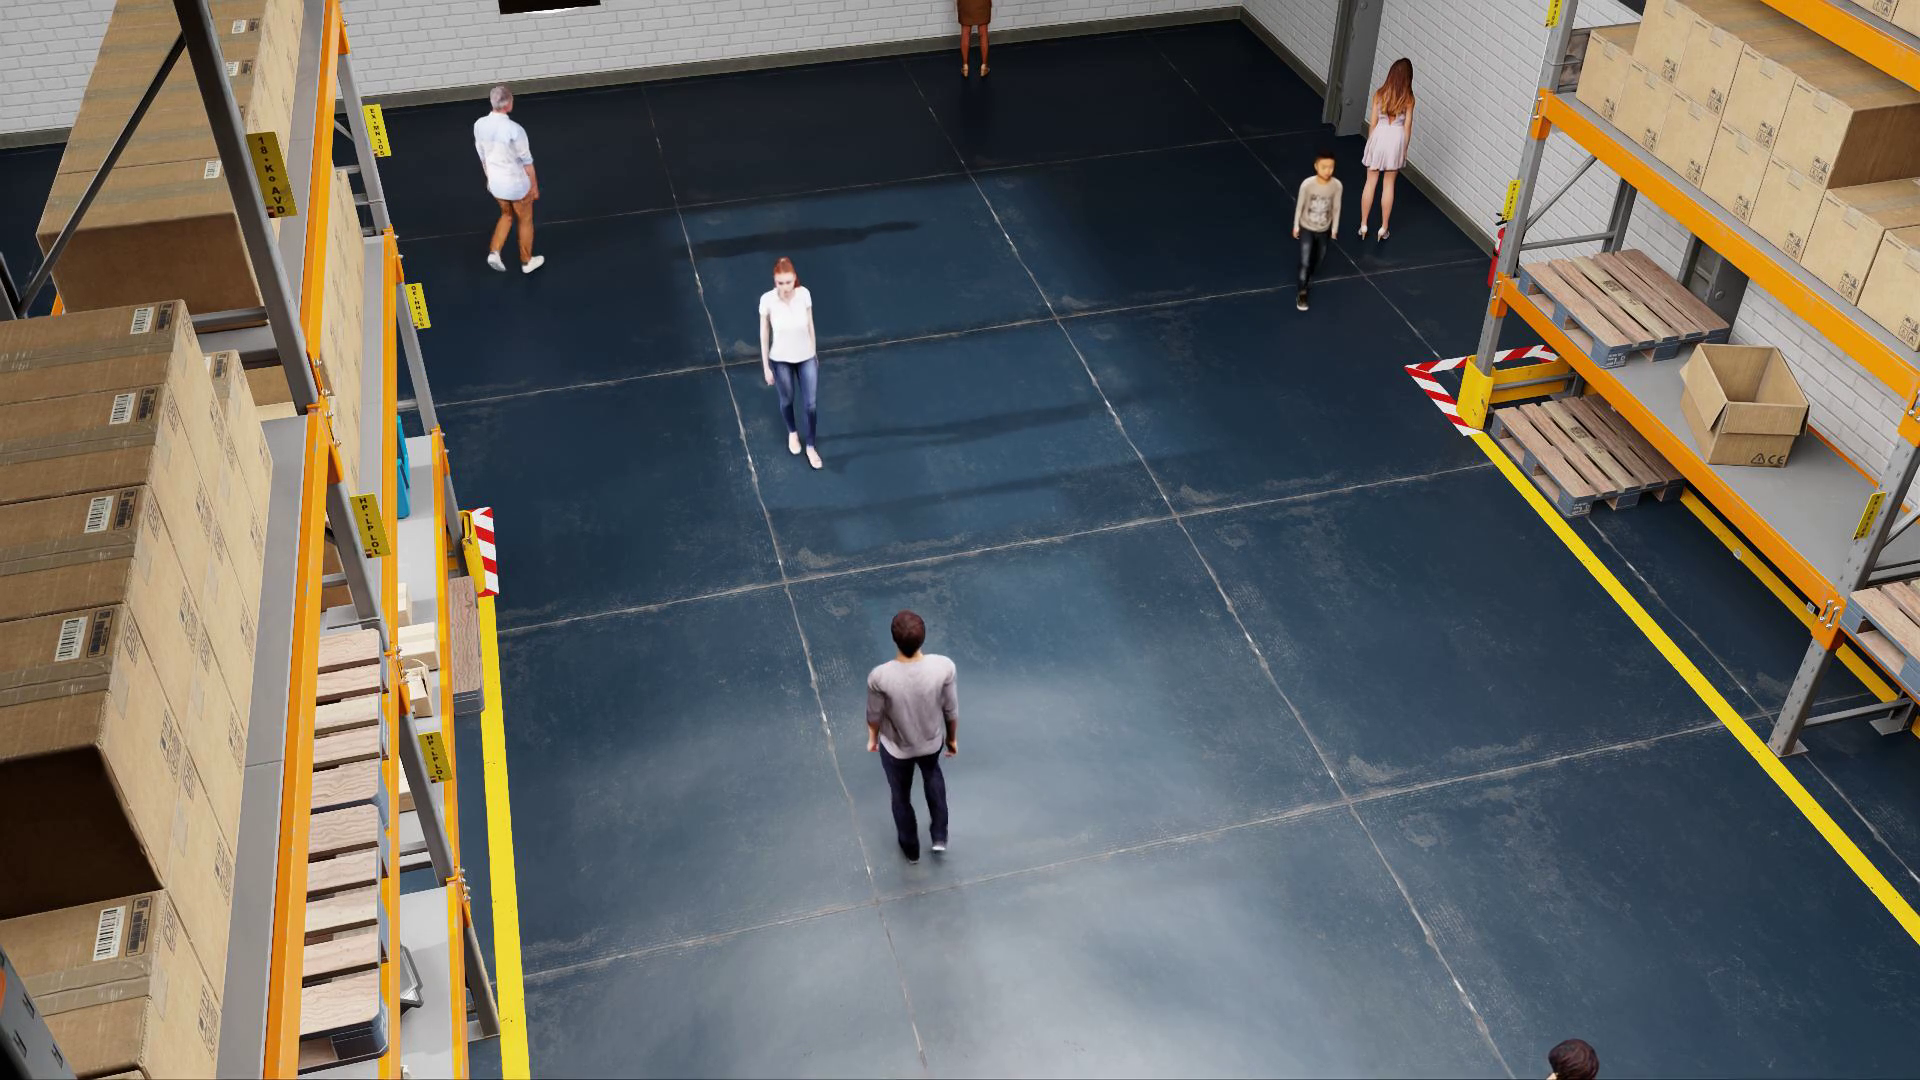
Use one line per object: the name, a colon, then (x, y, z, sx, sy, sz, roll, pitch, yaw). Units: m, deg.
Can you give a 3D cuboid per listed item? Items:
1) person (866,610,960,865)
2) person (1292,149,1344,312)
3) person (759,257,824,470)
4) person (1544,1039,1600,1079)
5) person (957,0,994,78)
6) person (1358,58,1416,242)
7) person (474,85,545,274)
person: (-0.248, 1.194, 9.419, 0.661, 1.833, 0.647, -11, 40, -13)
person: (3.133, -2.798, 14.729, 0.682, 1.444, 0.926, 0, 39, 0)
person: (-1.311, -1.419, 12.785, 0.582, 1.715, 0.764, -10, 40, -12)
person: (2.671, 2.784, 7.655, 0.596, 1.550, 0.598, -23, 44, -26)
person: (0.159, -6.004, 18.548, 0.612, 1.687, 0.592, 1, 39, 1)
person: (3.970, -3.631, 15.513, 0.675, 1.768, 0.722, 13, 40, 16)
person: (-4.071, -3.162, 14.898, 0.930, 1.802, 1.003, 13, 40, 16)
